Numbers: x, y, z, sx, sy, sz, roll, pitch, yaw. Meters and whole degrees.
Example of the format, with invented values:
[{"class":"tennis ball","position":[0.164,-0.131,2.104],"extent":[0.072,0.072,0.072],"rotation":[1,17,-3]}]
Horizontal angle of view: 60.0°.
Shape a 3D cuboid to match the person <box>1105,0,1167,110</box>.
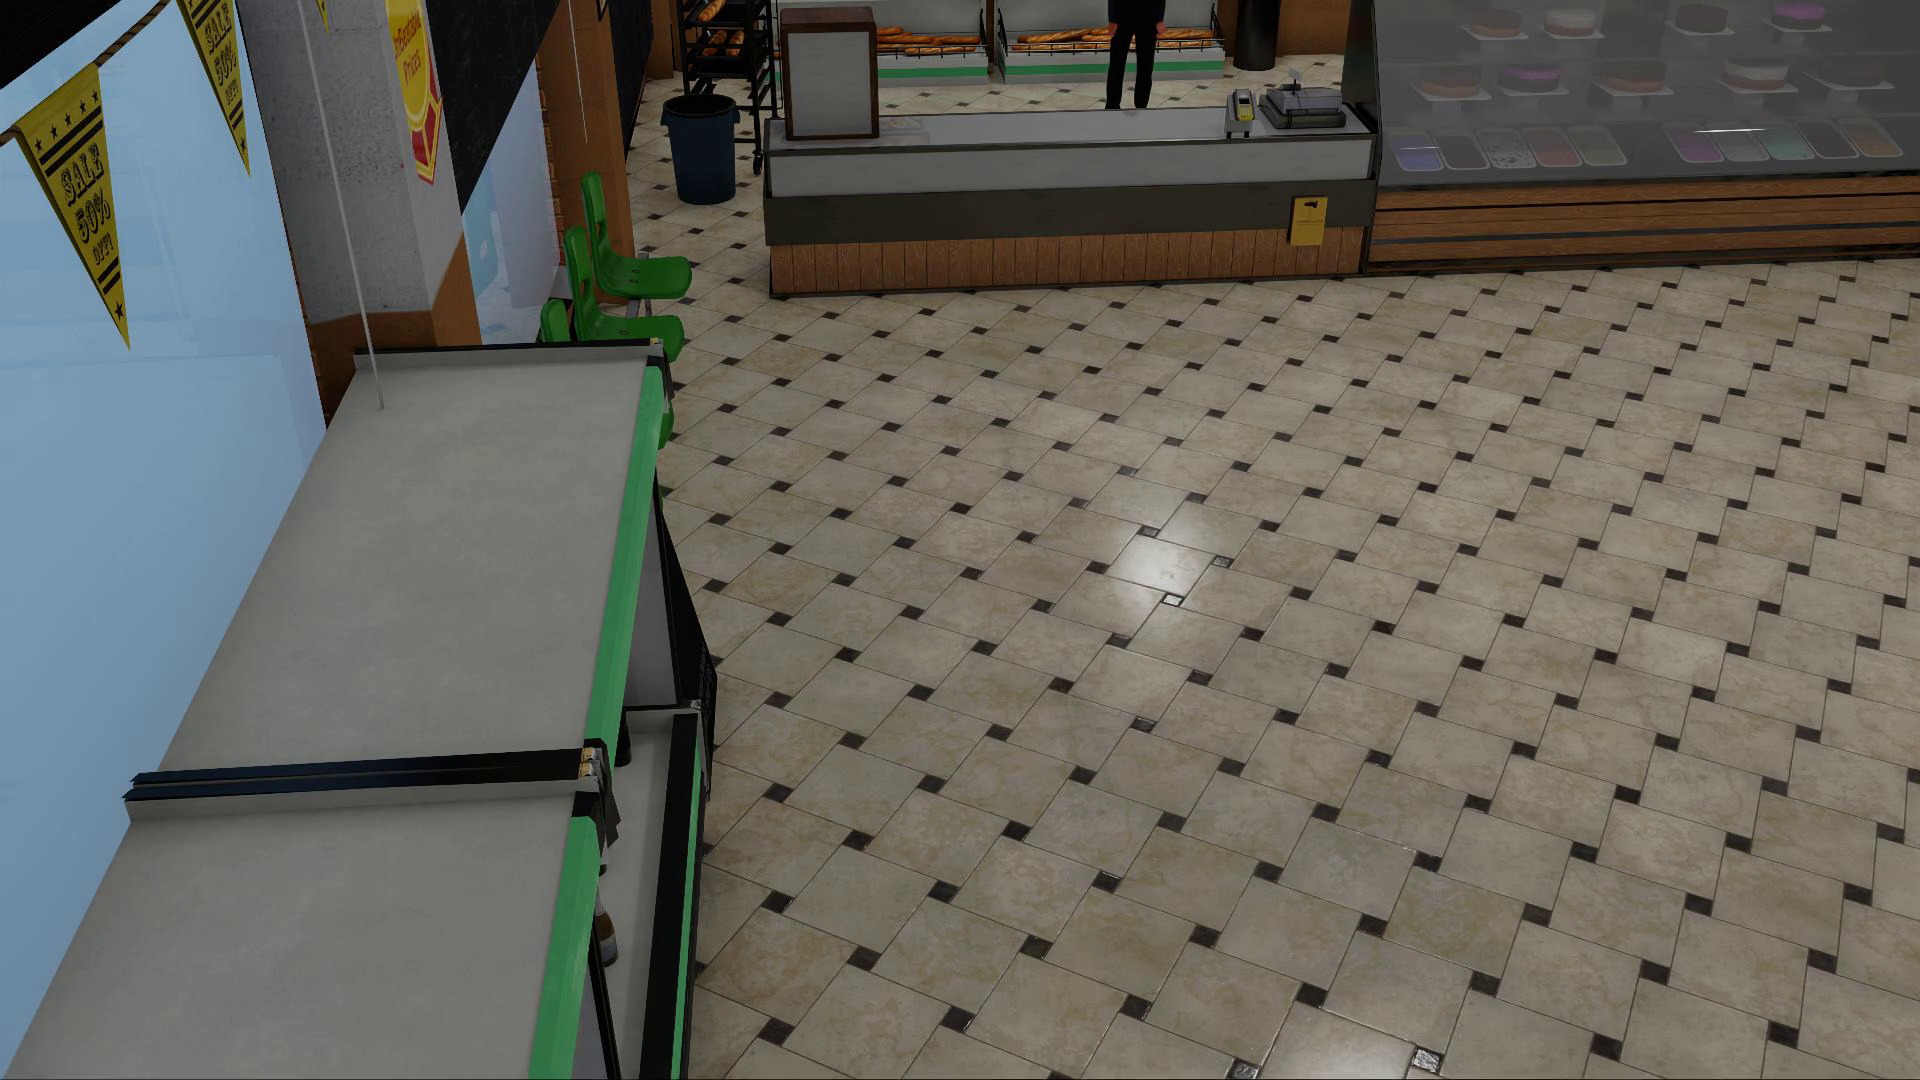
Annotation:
[{"class":"person","position":[1.431,-4.246,13.477],"extent":[0.629,1.867,0.584],"rotation":[-2,32,-3]}]
